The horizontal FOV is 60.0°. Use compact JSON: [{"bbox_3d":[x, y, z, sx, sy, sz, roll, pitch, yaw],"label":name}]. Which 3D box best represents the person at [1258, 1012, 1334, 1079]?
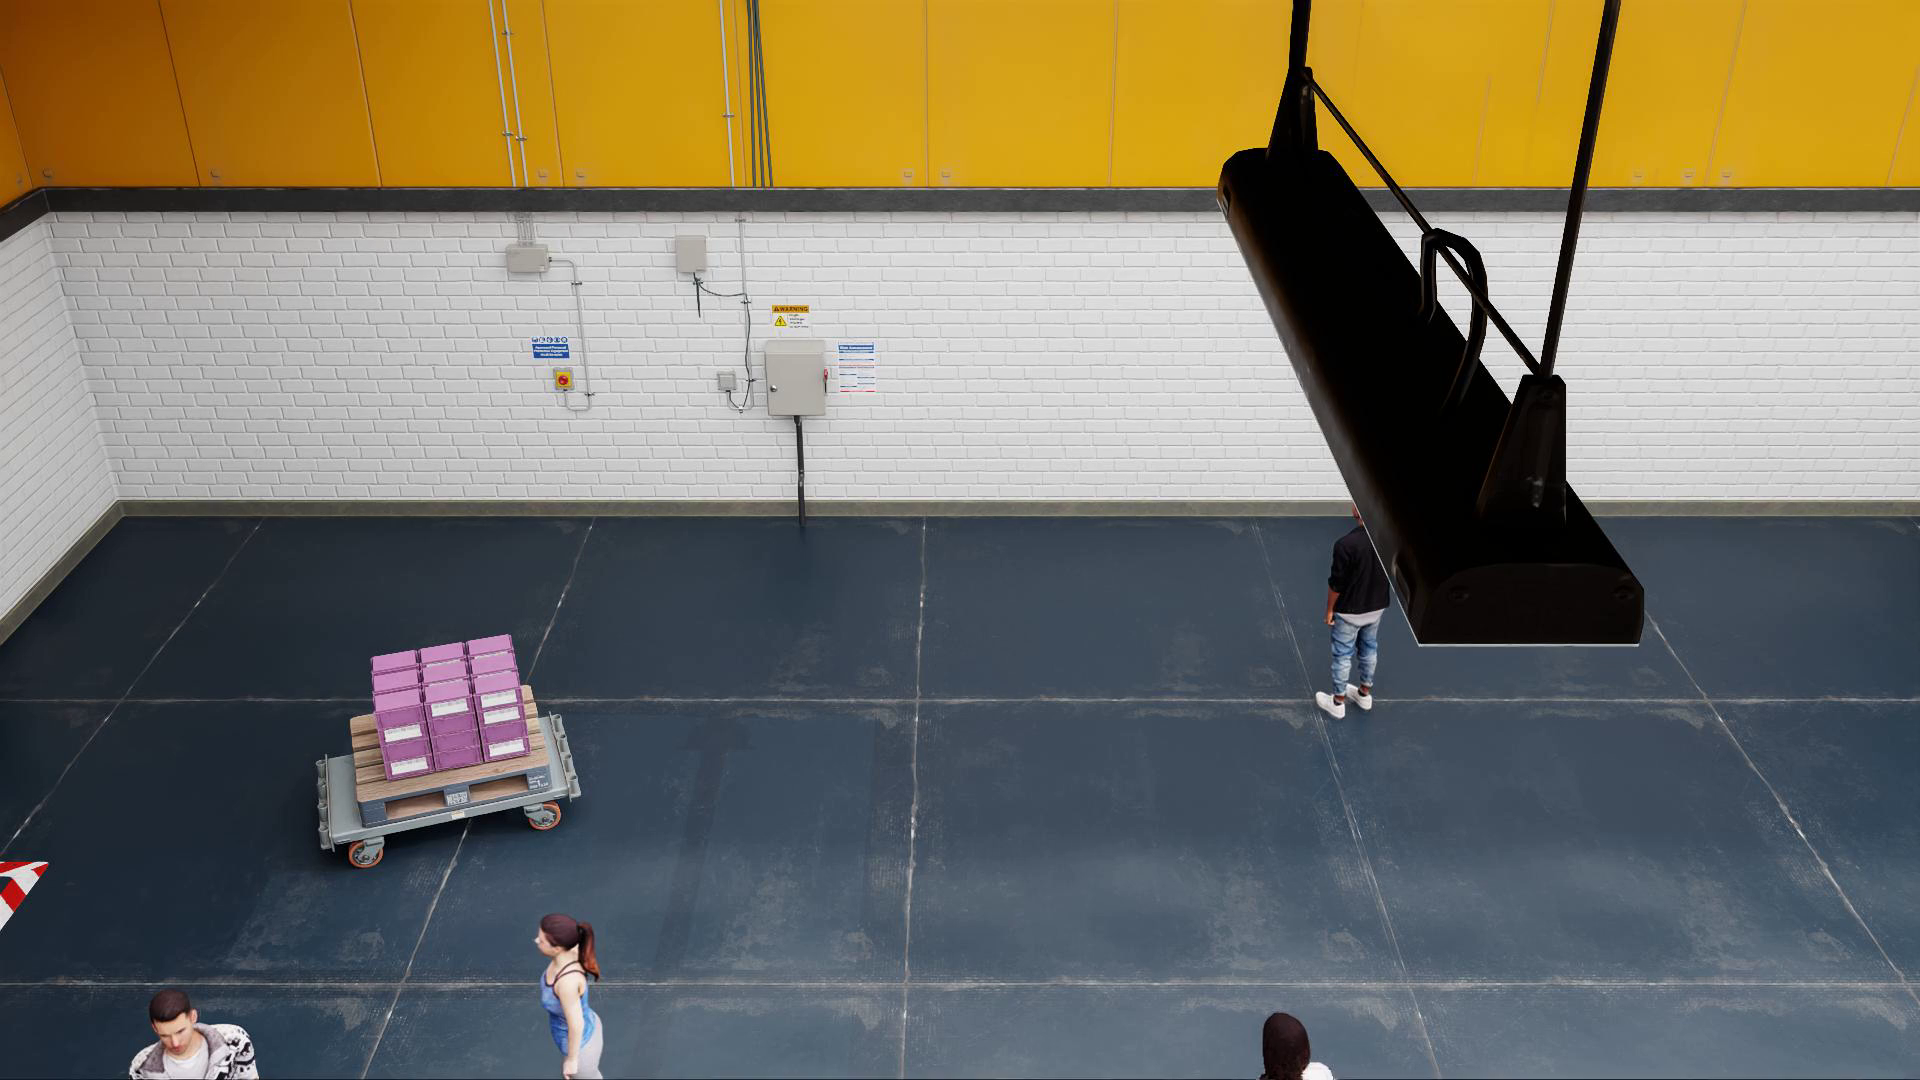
[{"bbox_3d":[1.548,2.928,7.698,0.918,1.601,1.114,-13,31,-22],"label":"person"}]

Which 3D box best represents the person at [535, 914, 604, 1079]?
[{"bbox_3d":[-1.942,2.525,8.429,0.661,1.609,0.528,-5,29,-10],"label":"person"}]

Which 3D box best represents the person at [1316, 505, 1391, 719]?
[{"bbox_3d":[2.899,0.448,12.030,0.765,1.808,0.726,-10,30,-17],"label":"person"}]

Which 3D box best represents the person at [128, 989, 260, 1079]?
[{"bbox_3d":[-3.457,2.781,7.696,0.767,1.861,0.741,-14,31,-24],"label":"person"}]
